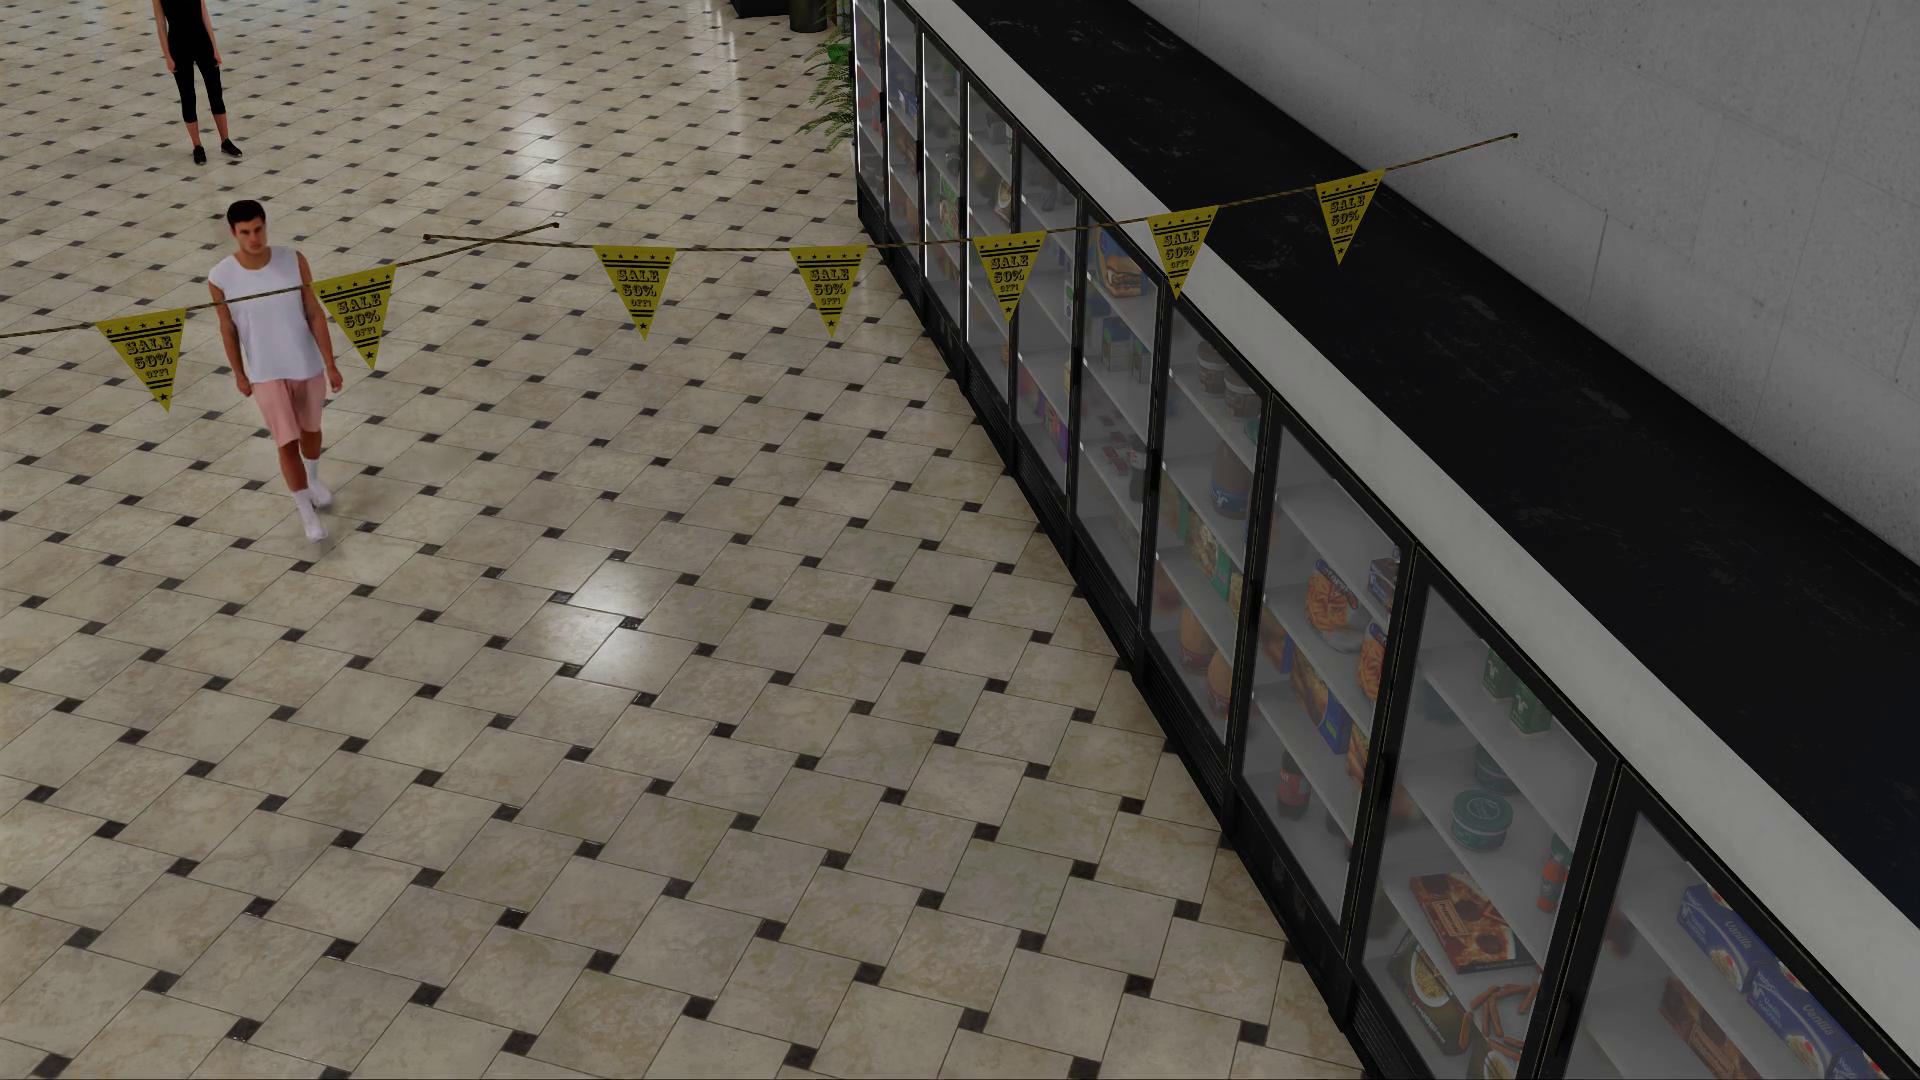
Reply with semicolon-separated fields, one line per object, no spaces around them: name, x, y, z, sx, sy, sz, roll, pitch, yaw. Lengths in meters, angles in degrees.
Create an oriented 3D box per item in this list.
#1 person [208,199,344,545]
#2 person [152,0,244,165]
person;-3.444;-0.913;8.459;1.033;1.751;0.901;-20;37;-28
person;-6.144;-3.908;13.297;0.572;1.726;0.700;-23;38;-32
